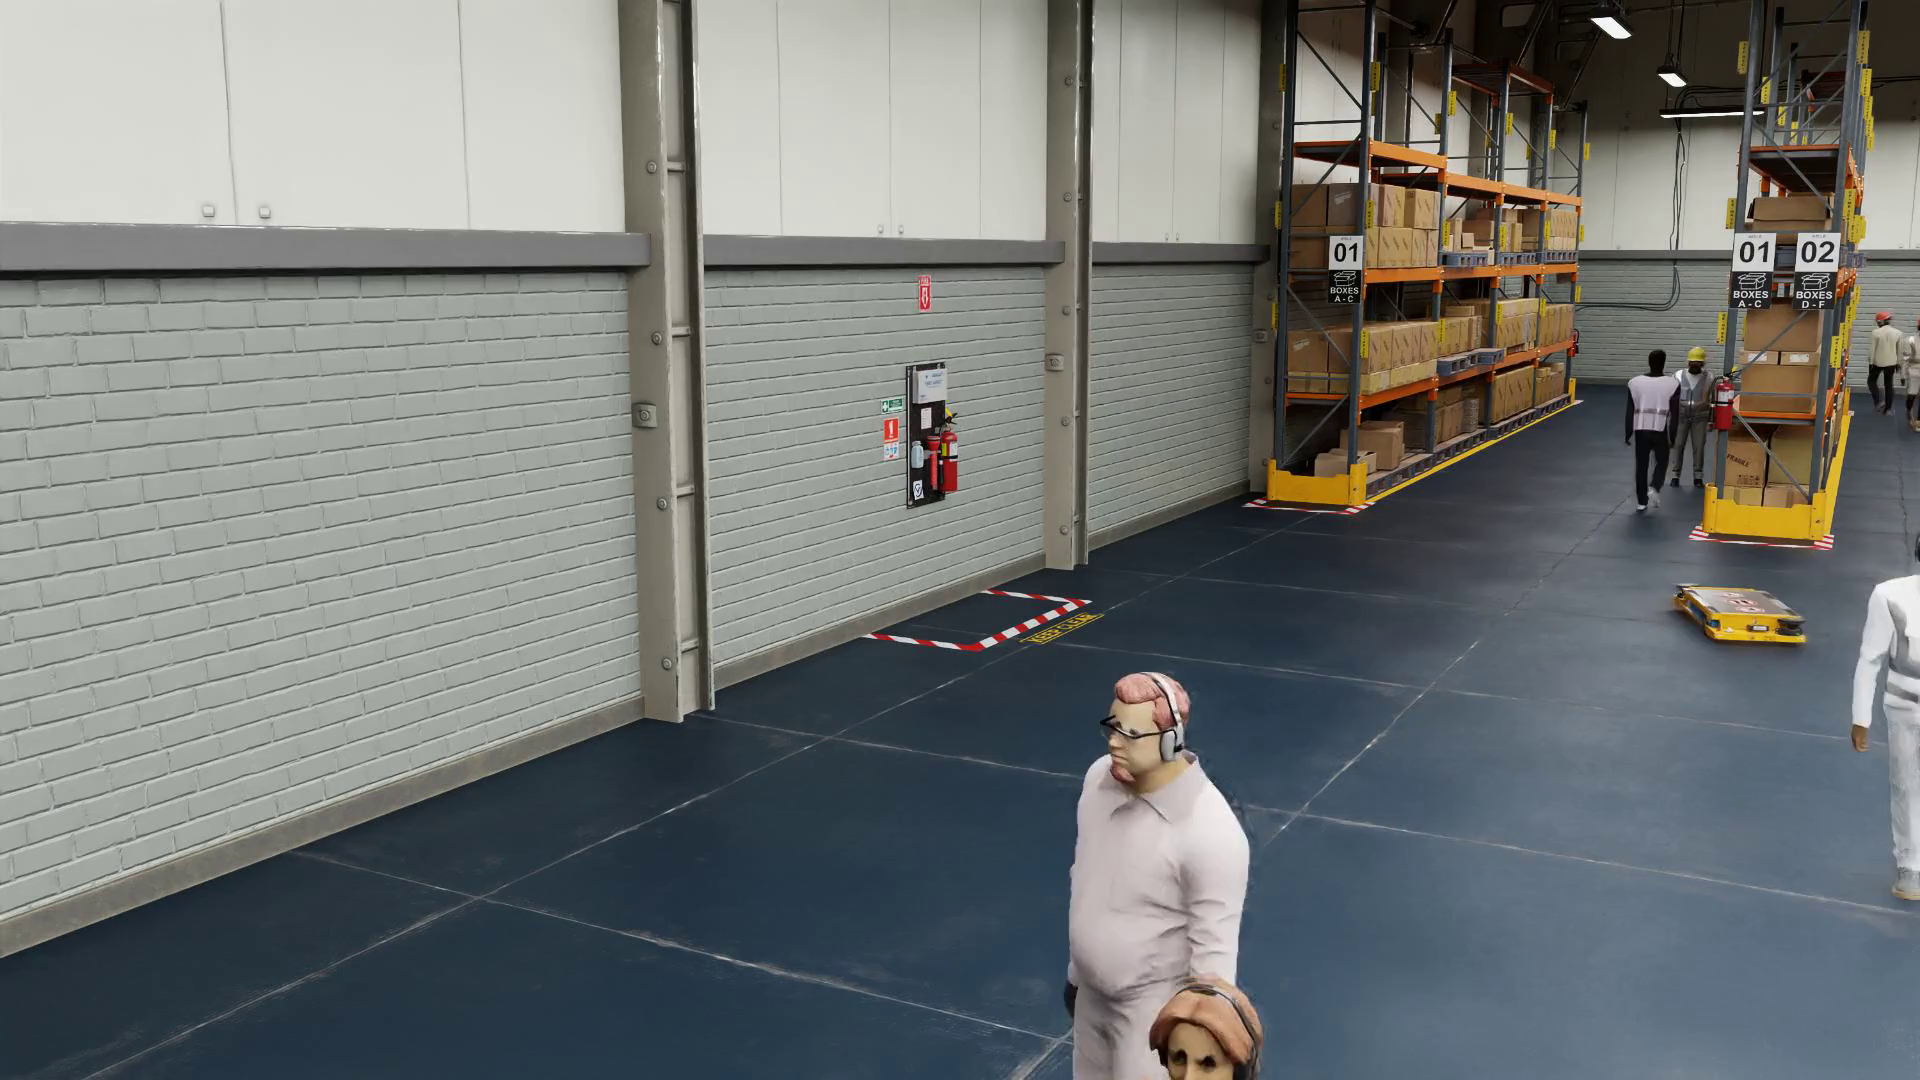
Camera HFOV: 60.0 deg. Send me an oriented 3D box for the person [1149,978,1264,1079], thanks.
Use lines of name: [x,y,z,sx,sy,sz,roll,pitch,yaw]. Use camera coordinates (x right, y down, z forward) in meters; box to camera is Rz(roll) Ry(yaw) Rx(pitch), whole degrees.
person: [0.482,1.638,3.374,0.535,1.590,0.878,4,11,24]

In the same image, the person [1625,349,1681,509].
person: [8.148,-1.291,19.609,0.593,1.907,0.450,6,11,30]

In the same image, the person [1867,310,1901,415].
person: [17.464,-3.347,31.432,0.675,1.968,0.425,0,10,2]

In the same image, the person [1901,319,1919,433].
person: [16.378,-2.840,28.349,0.603,2.025,0.689,4,11,24]

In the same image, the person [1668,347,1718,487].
person: [9.500,-1.591,21.610,0.592,1.823,0.403,5,11,26]

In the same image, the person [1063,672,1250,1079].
person: [0.561,1.270,4.659,0.645,1.884,0.656,-5,11,-27]

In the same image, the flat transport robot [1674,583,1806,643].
flat transport robot: [6.275,0.578,13.430,0.652,0.197,1.431,2,10,11]

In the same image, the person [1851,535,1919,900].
person: [4.335,0.813,7.451,0.609,1.835,0.964,6,11,30]
